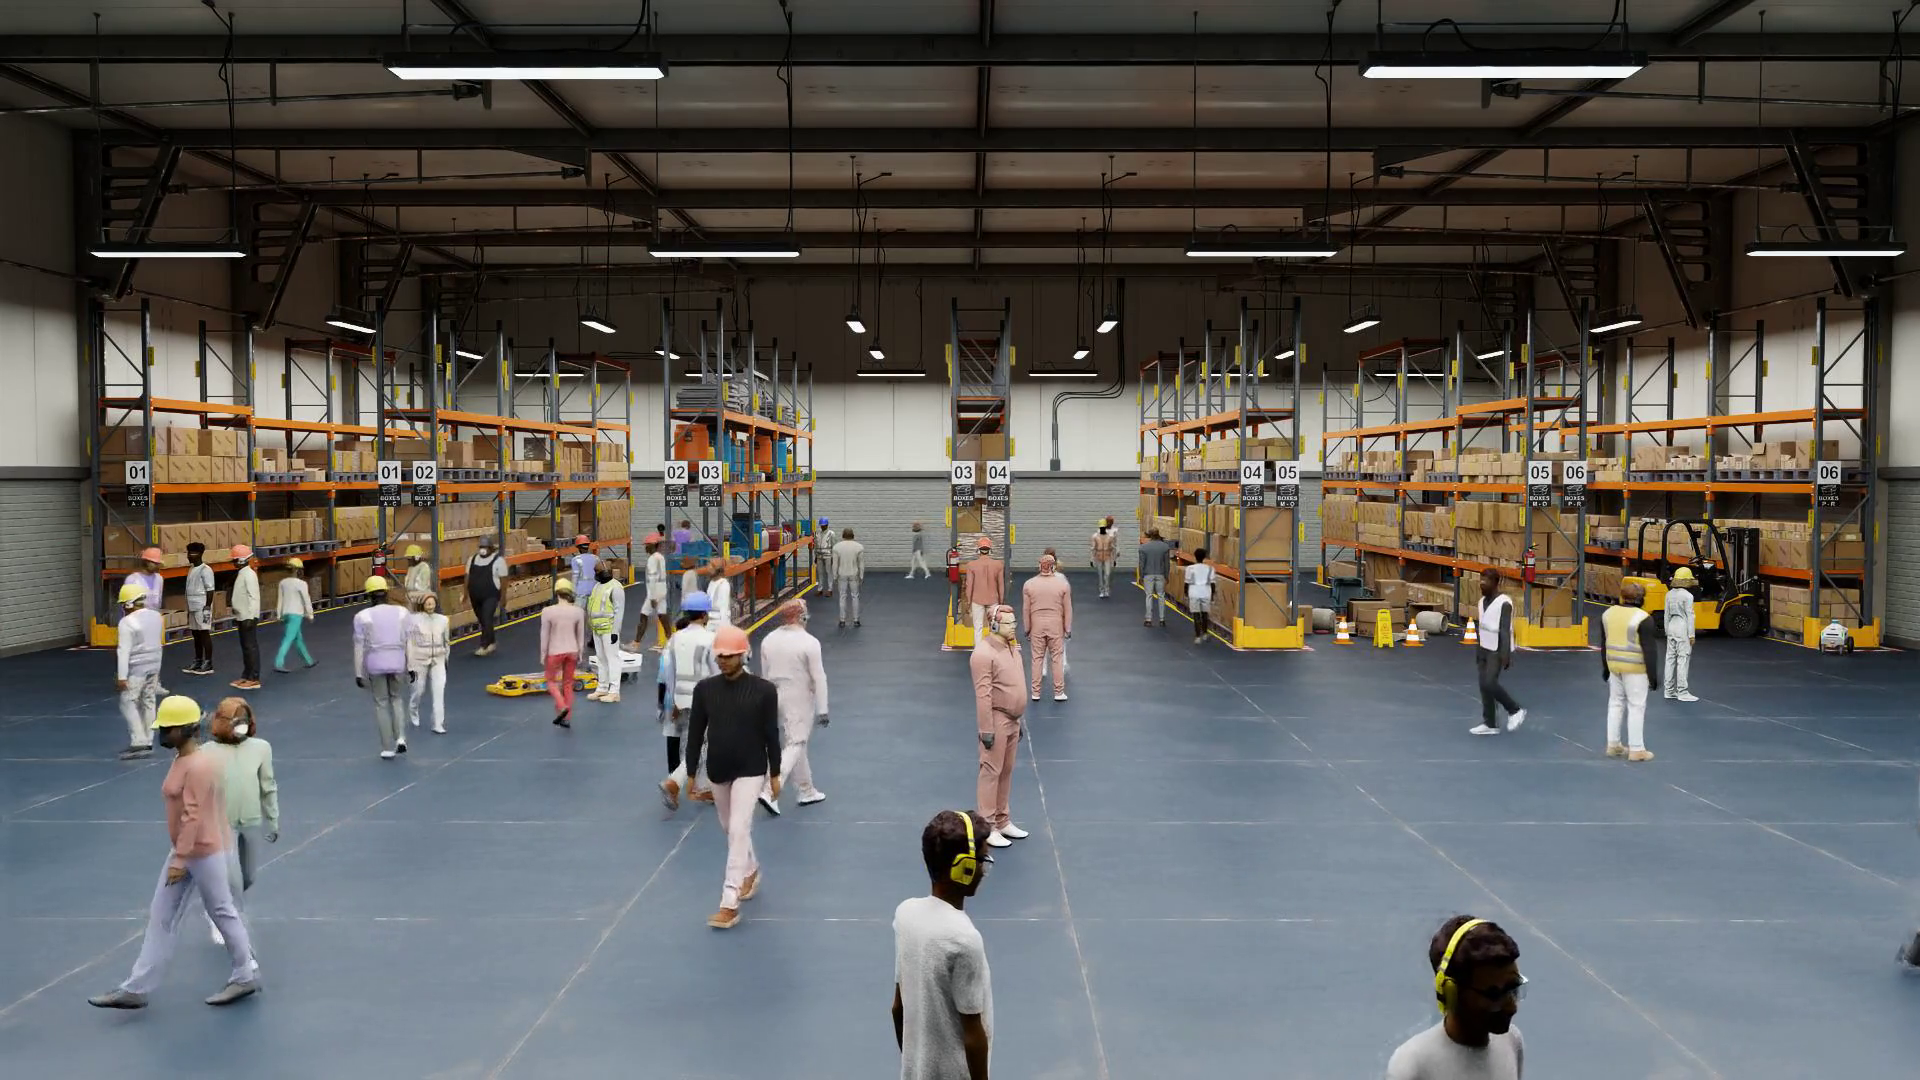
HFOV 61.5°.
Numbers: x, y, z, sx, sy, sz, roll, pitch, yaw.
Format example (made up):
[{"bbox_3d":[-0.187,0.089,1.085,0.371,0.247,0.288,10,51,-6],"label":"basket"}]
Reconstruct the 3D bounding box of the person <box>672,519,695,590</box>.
[{"bbox_3d":[-7.078,0.384,41.358,0.615,1.820,0.449,1,2,21],"label":"person"}]

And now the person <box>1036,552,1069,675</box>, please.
[{"bbox_3d":[1.345,1.090,23.631,0.565,1.840,0.841,-1,2,-19],"label":"person"}]

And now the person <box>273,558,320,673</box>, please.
[{"bbox_3d":[-9.983,1.125,24.252,0.552,1.702,0.962,1,3,25],"label":"person"}]

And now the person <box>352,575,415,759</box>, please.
[{"bbox_3d":[-6.005,1.322,16.800,0.612,1.901,0.480,-2,3,-38],"label":"person"}]

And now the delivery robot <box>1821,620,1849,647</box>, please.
[{"bbox_3d":[14.484,1.567,26.726,0.477,0.478,0.707,2,3,35],"label":"delivery robot"}]

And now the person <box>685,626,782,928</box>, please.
[{"bbox_3d":[-1.520,1.537,10.925,0.642,1.951,1.022,1,2,15],"label":"person"}]

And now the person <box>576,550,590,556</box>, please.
[{"bbox_3d":[-10.292,0.225,44.432,0.588,1.901,0.710,-2,3,-42],"label":"person"}]

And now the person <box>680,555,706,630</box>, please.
[{"bbox_3d":[-4.557,1.049,27.518,0.805,1.604,0.511,0,2,7],"label":"person"}]

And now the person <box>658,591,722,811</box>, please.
[{"bbox_3d":[-2.347,1.414,14.192,0.622,1.925,0.806,2,3,40],"label":"person"}]

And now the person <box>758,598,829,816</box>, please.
[{"bbox_3d":[-1.479,1.445,14.181,0.654,1.871,0.936,2,3,37],"label":"person"}]

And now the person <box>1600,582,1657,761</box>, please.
[{"bbox_3d":[6.965,1.355,16.783,0.429,1.842,0.639,-1,3,-25],"label":"person"}]

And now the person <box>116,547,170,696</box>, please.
[{"bbox_3d":[-11.095,1.088,21.855,1.028,1.992,0.628,1,3,26],"label":"person"}]

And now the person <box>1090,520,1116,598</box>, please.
[{"bbox_3d":[3.420,0.460,38.712,0.616,1.880,0.933,0,2,12],"label":"person"}]

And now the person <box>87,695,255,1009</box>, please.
[{"bbox_3d":[-4.299,1.723,8.837,0.871,1.724,0.536,-2,3,-42],"label":"person"}]

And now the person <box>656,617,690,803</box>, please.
[{"bbox_3d":[-2.461,1.519,14.645,0.559,1.681,0.538,1,2,15],"label":"person"}]

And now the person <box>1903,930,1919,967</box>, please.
[{"bbox_3d":[6.068,1.627,9.467,1.009,1.891,0.549,1,2,20],"label":"person"}]

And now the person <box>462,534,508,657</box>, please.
[{"bbox_3d":[-7.834,0.883,26.697,0.685,2.000,1.019,1,2,14],"label":"person"}]

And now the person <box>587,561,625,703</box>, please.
[{"bbox_3d":[-4.632,1.187,21.073,0.429,1.837,0.620,-2,3,-41],"label":"person"}]

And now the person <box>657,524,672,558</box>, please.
[{"bbox_3d":[-7.861,0.414,42.552,0.551,1.652,0.827,0,2,-9],"label":"person"}]

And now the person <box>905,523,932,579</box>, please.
[{"bbox_3d":[-1.177,0.310,46.038,0.803,1.599,0.508,1,2,17],"label":"person"}]

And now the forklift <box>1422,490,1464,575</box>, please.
[{"bbox_3d":[13.926,-0.371,47.846,1.873,2.768,1.129,0,2,0],"label":"forklift"}]

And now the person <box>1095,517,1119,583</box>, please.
[{"bbox_3d":[3.997,0.295,43.794,0.599,1.821,1.035,1,2,18],"label":"person"}]

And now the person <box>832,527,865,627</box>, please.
[{"bbox_3d":[-2.180,0.720,31.546,0.635,1.936,0.352,0,2,-6],"label":"person"}]

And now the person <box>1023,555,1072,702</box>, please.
[{"bbox_3d":[1.149,1.150,21.089,0.651,1.907,0.409,0,2,11],"label":"person"}]

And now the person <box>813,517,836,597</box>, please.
[{"bbox_3d":[-3.297,0.409,39.285,0.603,1.945,0.390,1,3,29],"label":"person"}]

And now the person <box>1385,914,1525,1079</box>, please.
[{"bbox_3d":[1.239,1.857,4.197,0.510,1.842,0.707,-2,3,-36],"label":"person"}]

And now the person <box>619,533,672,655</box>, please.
[{"bbox_3d":[-5.129,0.889,26.498,0.982,1.998,0.630,0,2,10],"label":"person"}]

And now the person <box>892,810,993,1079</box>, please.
[{"bbox_3d":[-0.027,1.802,5.229,0.329,1.865,0.514,-1,3,-33],"label":"person"}]

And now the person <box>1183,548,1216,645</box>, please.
[{"bbox_3d":[4.161,0.979,28.185,0.550,1.666,0.688,0,2,-6],"label":"person"}]

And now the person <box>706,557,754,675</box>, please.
[{"bbox_3d":[-3.223,1.148,21.866,0.884,1.855,0.584,-1,3,-32],"label":"person"}]

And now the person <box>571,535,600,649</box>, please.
[{"bbox_3d":[-6.410,0.883,27.555,0.366,1.930,0.542,2,3,44],"label":"person"}]

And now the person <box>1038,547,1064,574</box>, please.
[{"bbox_3d":[1.722,0.932,30.339,0.506,1.604,0.838,0,2,1],"label":"person"}]

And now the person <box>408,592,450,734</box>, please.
[{"bbox_3d":[-6.145,1.393,18.606,0.524,1.609,0.737,-2,3,-36],"label":"person"}]

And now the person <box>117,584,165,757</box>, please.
[{"bbox_3d":[-8.630,1.364,16.963,0.427,1.811,0.609,1,2,15],"label":"person"}]

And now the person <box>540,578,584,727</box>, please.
[{"bbox_3d":[-4.653,1.315,18.863,0.539,1.749,0.389,-2,3,-34],"label":"person"}]

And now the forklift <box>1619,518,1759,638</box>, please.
[{"bbox_3d":[13.417,0.684,29.791,2.313,2.155,1.214,0,2,0],"label":"forklift"}]

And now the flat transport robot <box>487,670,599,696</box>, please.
[{"bbox_3d":[-5.648,1.939,22.049,1.431,0.197,0.652,-2,3,-40],"label":"flat transport robot"}]

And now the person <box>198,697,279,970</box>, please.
[{"bbox_3d":[-4.456,1.750,9.873,0.738,1.617,0.509,2,3,39],"label":"person"}]

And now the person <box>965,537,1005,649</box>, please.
[{"bbox_3d":[0.378,0.953,24.950,0.617,1.993,0.396,0,2,-12],"label":"person"}]

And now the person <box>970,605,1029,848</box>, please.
[{"bbox_3d":[0.337,1.473,12.961,0.410,1.909,0.643,1,3,25],"label":"person"}]

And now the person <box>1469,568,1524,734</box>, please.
[{"bbox_3d":[6.085,1.262,18.350,0.490,1.899,0.610,0,2,-11],"label":"person"}]

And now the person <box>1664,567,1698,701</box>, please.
[{"bbox_3d":[9.478,1.226,21.209,0.320,1.742,0.492,-1,2,-17],"label":"person"}]

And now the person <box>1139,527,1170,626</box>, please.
[{"bbox_3d":[3.802,0.716,31.639,0.627,1.940,0.372,0,2,-4],"label":"person"}]

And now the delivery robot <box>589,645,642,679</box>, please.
[{"bbox_3d":[-4.850,1.724,22.772,0.707,0.478,0.477,-2,3,-40],"label":"delivery robot"}]

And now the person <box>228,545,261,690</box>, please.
[{"bbox_3d":[-9.890,1.059,22.327,0.392,1.991,0.612,-2,3,-35],"label":"person"}]

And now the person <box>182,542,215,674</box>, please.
[{"bbox_3d":[-11.320,1.005,23.997,0.617,1.964,0.361,2,3,40],"label":"person"}]

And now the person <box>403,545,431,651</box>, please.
[{"bbox_3d":[-8.900,0.982,26.486,0.586,1.809,0.425,2,3,44],"label":"person"}]
